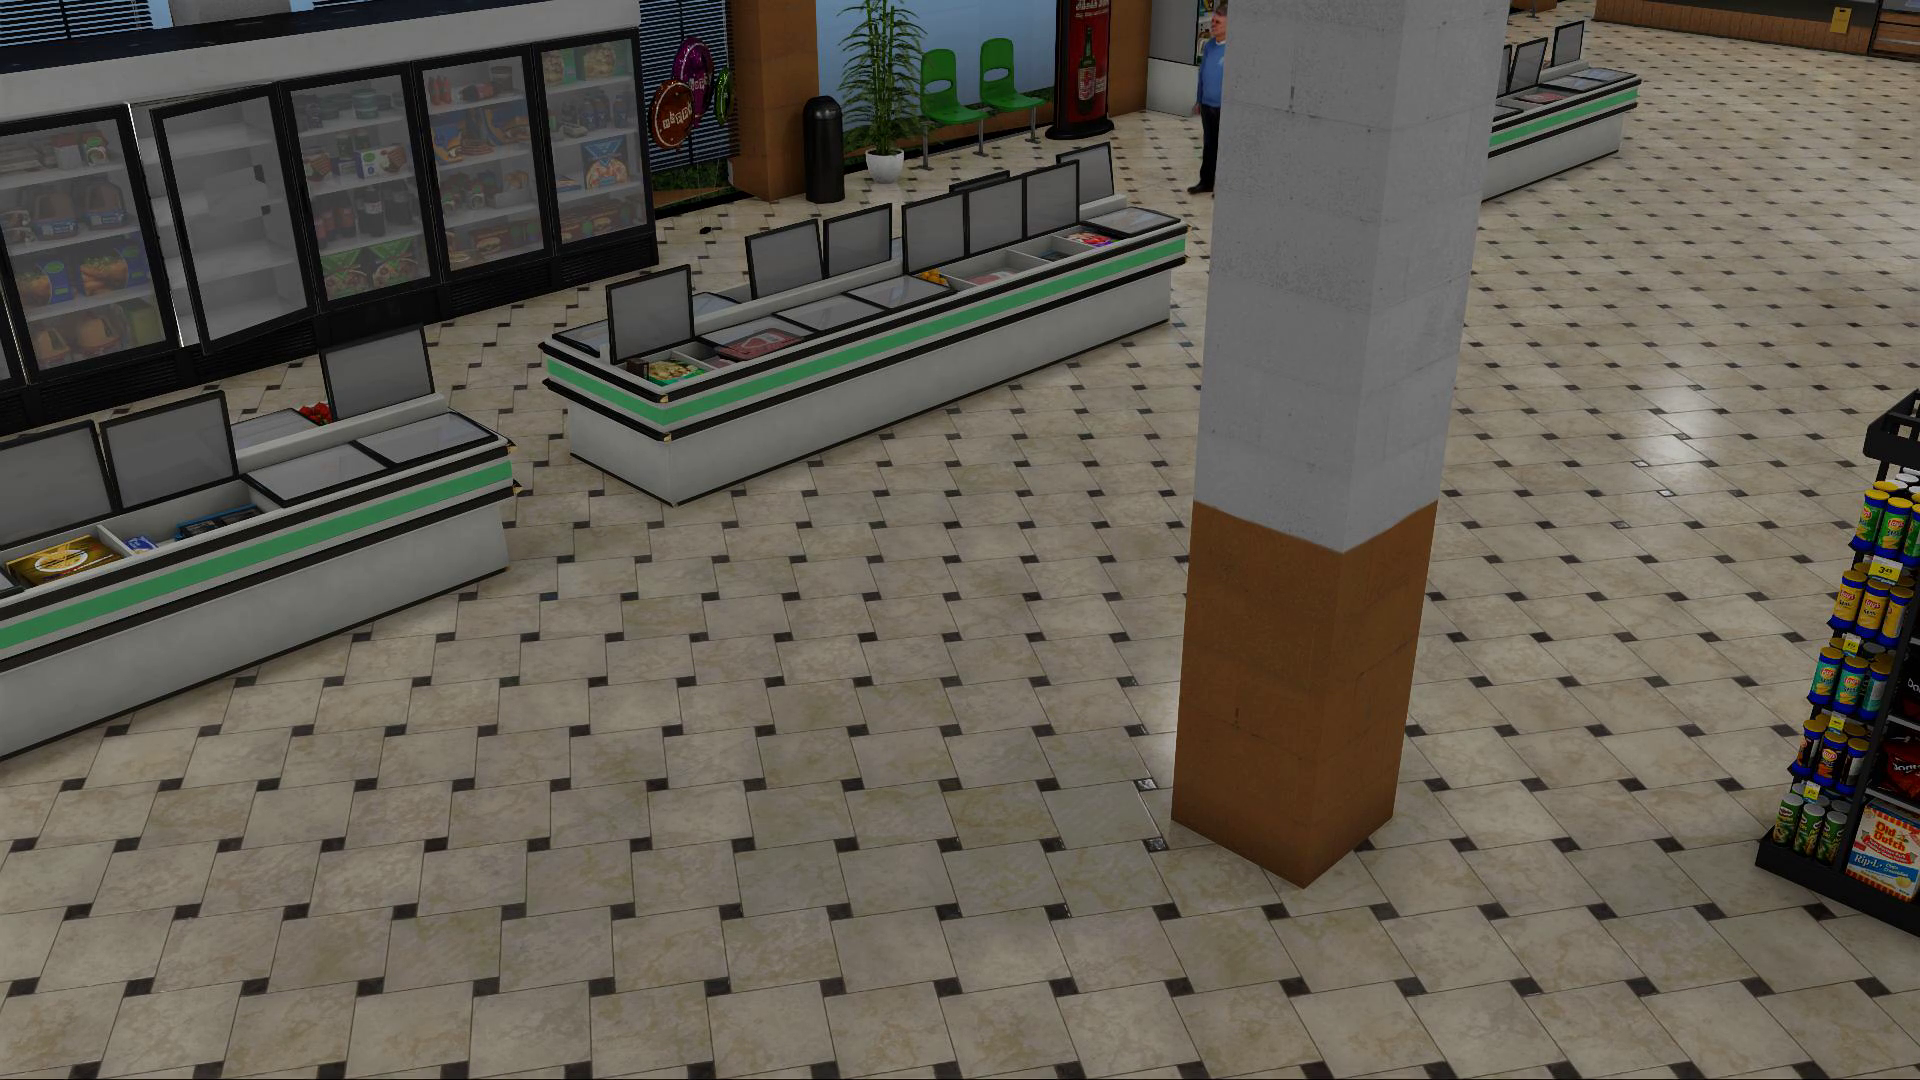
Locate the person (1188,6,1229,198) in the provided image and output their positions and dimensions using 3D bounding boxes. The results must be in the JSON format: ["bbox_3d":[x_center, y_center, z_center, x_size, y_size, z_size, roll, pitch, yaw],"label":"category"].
[{"bbox_3d":[2.518,-4.232,16.070,0.570,1.813,0.672,-21,34,-35],"label":"person"}]
